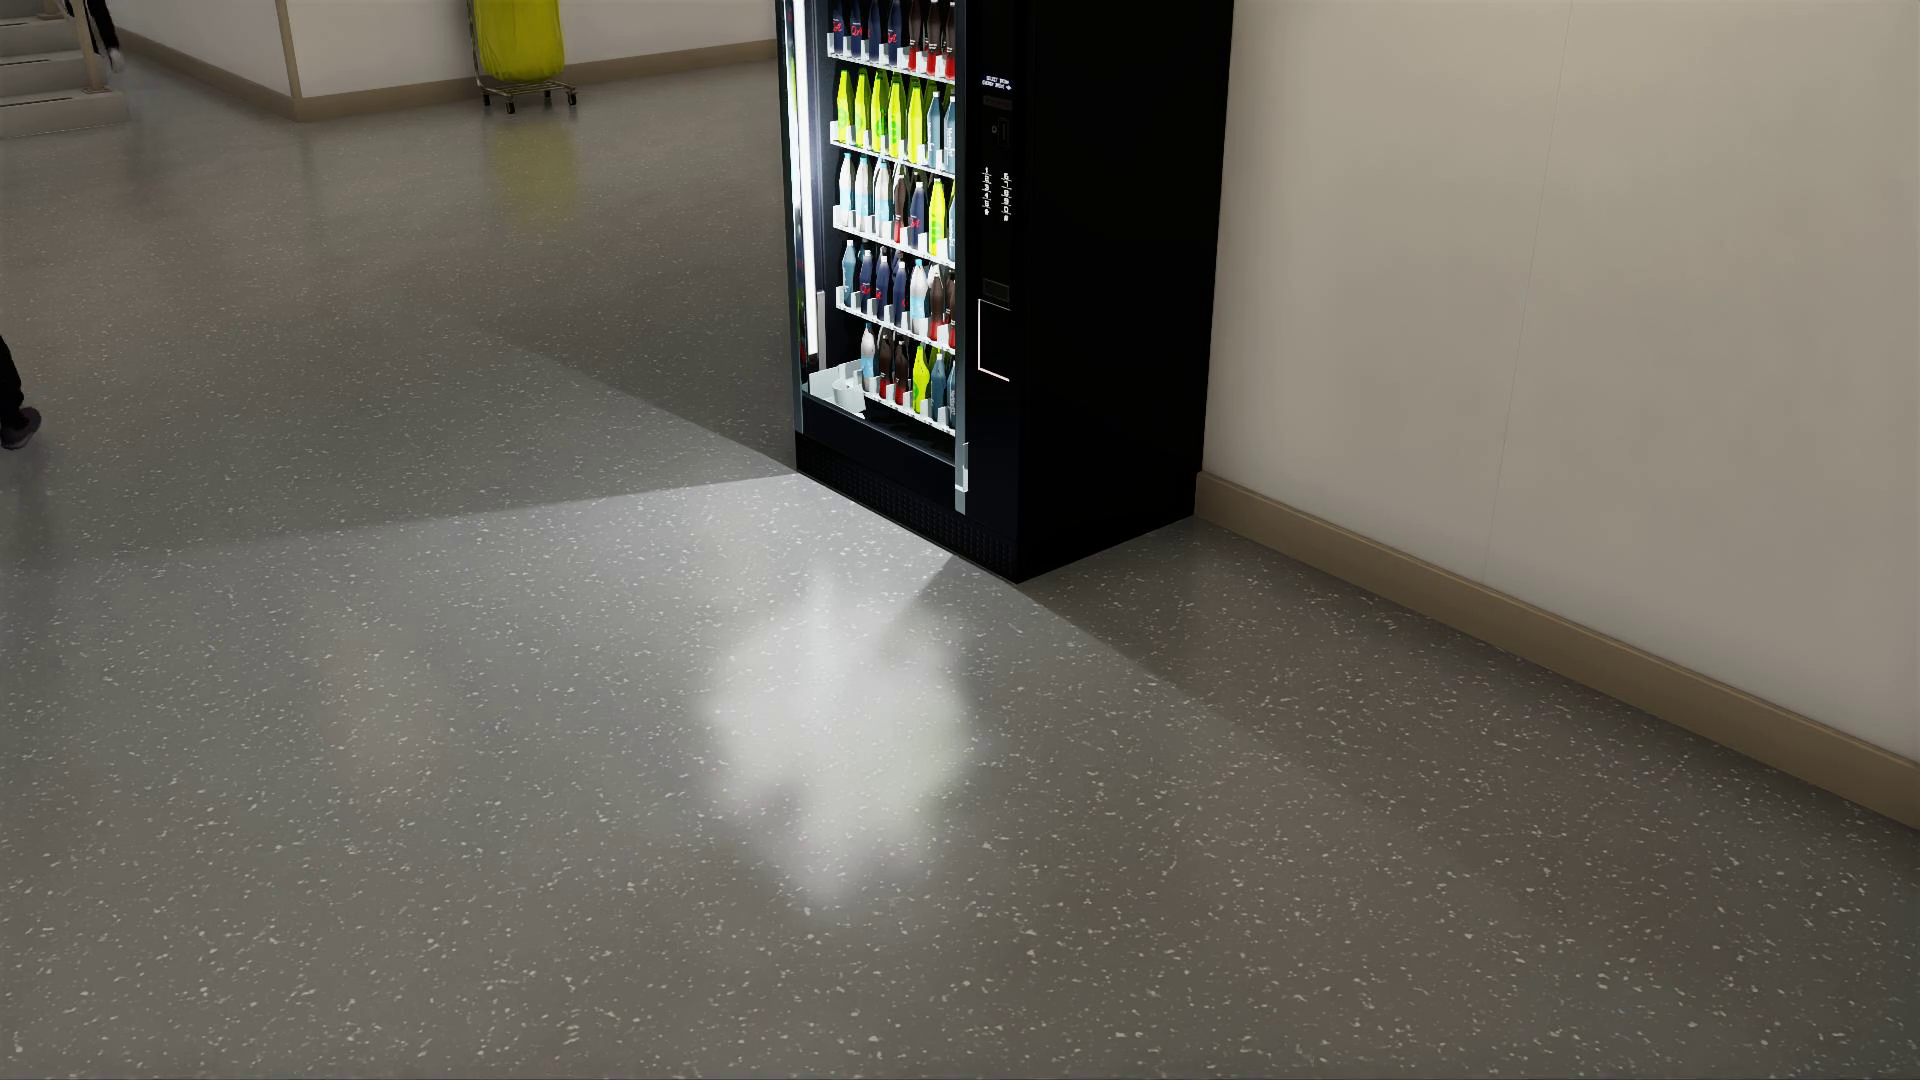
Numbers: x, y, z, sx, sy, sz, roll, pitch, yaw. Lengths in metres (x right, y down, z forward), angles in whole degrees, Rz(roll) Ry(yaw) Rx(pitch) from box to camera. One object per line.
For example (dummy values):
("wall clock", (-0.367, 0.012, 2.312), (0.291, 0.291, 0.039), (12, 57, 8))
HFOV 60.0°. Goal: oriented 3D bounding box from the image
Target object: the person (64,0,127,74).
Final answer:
("person", (-6.696, -4.389, 12.643), (0.779, 1.754, 0.672), (23, 34, 39))
